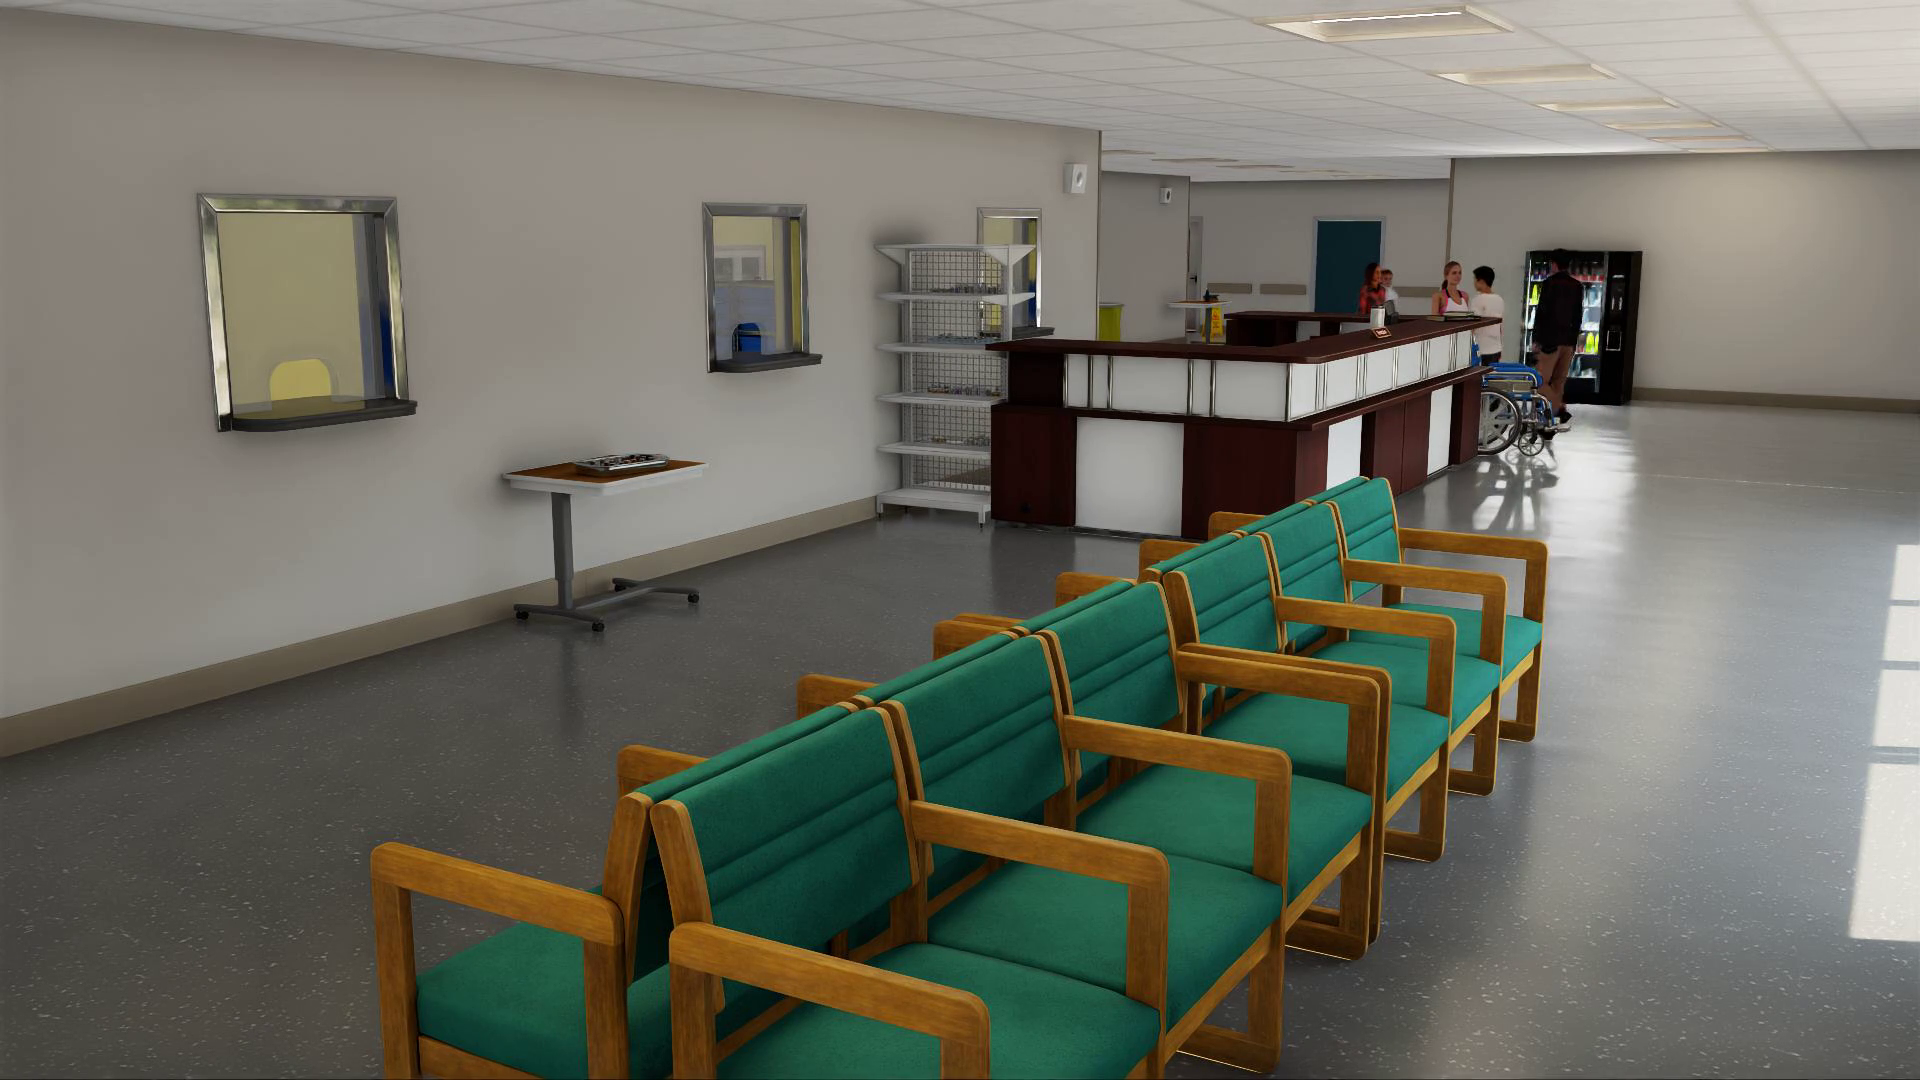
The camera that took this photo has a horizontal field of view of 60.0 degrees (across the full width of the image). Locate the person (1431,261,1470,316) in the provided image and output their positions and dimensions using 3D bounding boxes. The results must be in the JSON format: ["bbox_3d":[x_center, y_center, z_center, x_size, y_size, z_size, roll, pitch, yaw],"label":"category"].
[{"bbox_3d":[4.944,-1.925,16.867,0.680,1.788,0.718,-4,11,-20],"label":"person"}]

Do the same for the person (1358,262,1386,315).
[{"bbox_3d":[5.011,-2.536,20.318,0.686,1.702,0.670,-9,14,-39],"label":"person"}]

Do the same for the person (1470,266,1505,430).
[{"bbox_3d":[5.518,-1.992,17.365,0.779,1.703,0.826,-6,12,-31],"label":"person"}]

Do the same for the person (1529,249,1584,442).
[{"bbox_3d":[5.983,-1.927,16.565,1.007,1.904,1.071,-4,12,-21],"label":"person"}]

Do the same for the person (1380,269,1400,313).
[{"bbox_3d":[5.770,-2.911,22.720,0.754,1.544,0.800,-2,11,-11],"label":"person"}]
